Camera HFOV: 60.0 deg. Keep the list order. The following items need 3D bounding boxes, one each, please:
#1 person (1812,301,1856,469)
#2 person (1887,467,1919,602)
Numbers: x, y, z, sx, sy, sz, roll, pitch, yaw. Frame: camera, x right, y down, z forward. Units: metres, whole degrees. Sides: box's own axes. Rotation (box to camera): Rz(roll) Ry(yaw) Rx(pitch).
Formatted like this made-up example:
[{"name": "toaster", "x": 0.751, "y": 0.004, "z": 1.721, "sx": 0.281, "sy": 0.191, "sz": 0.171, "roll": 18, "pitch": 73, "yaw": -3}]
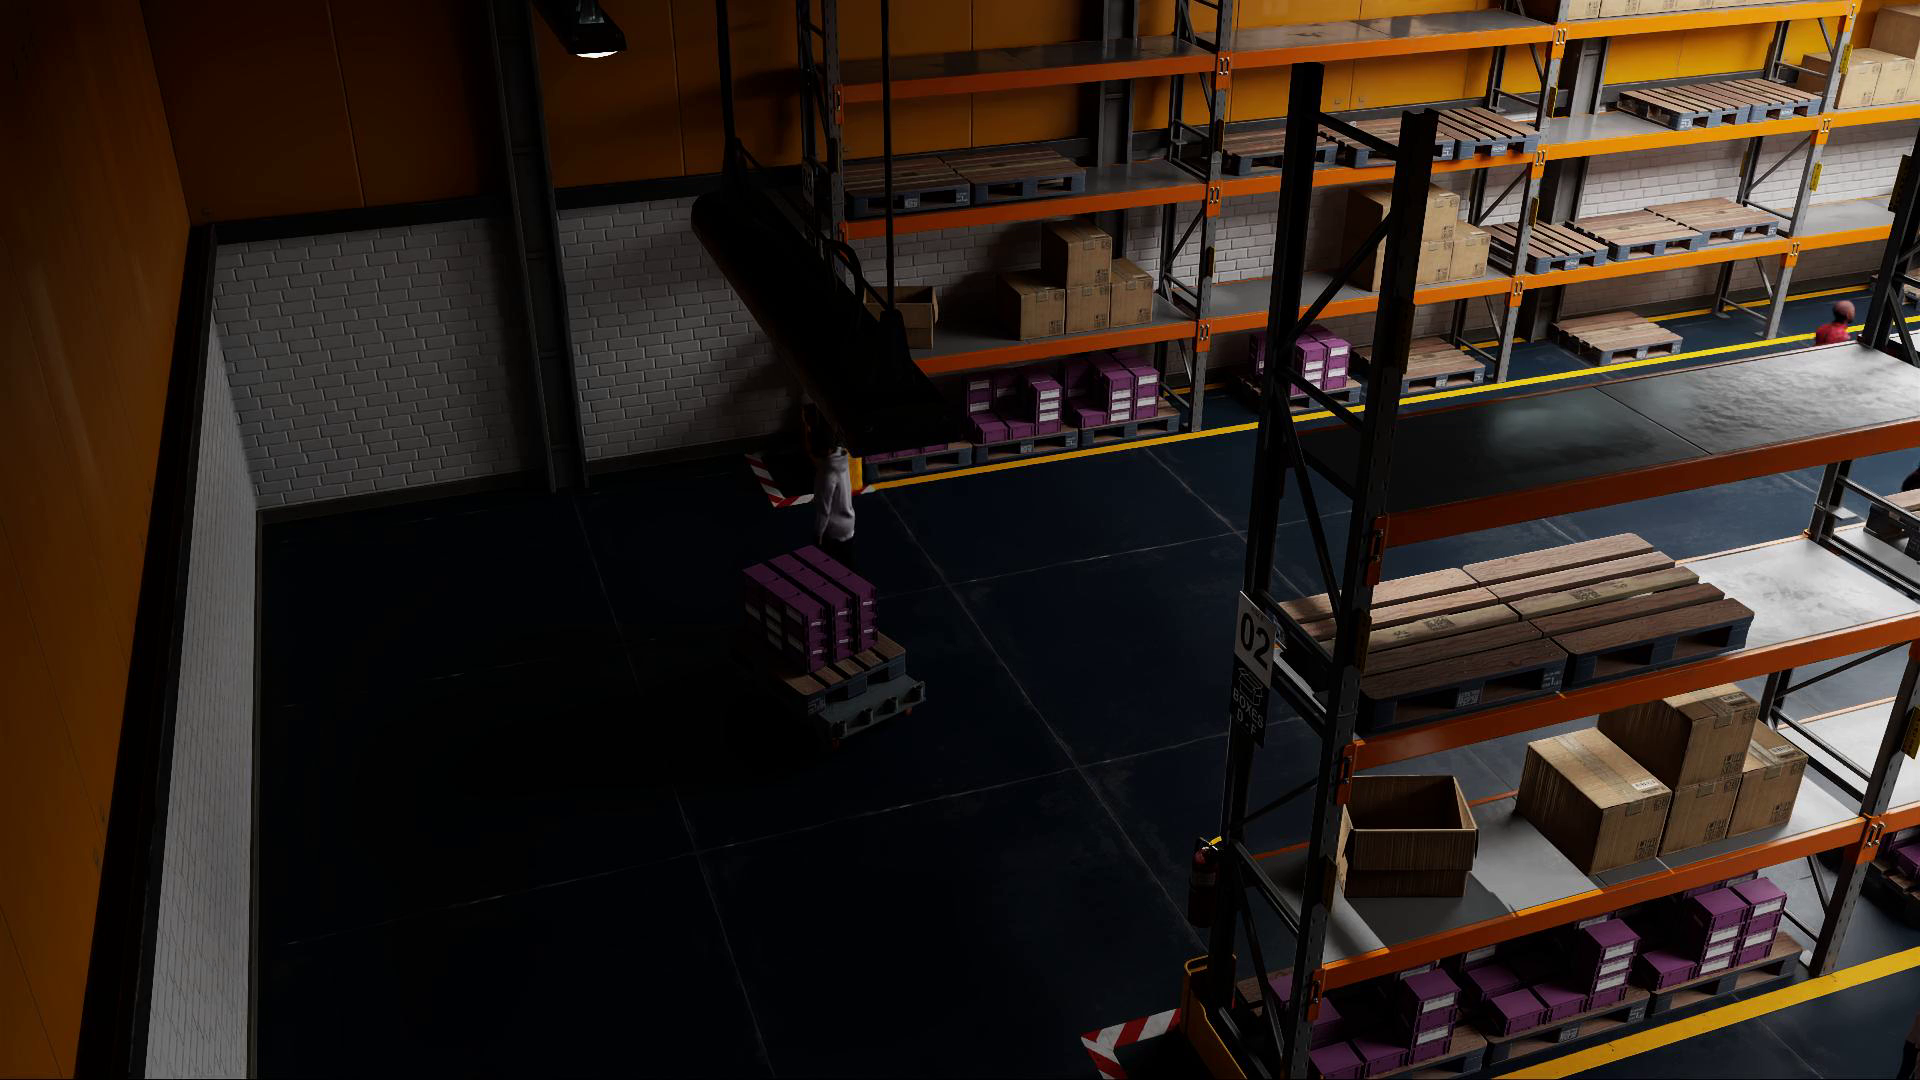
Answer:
[{"name": "person", "x": 8.880, "y": -1.596, "z": 17.180, "sx": 0.779, "sy": 1.811, "sz": 0.786, "roll": -2, "pitch": 29, "yaw": -4}, {"name": "person", "x": 8.403, "y": -0.089, "z": 14.600, "sx": 0.703, "sy": 1.636, "sz": 0.725, "roll": 22, "pitch": 35, "yaw": 34}]
